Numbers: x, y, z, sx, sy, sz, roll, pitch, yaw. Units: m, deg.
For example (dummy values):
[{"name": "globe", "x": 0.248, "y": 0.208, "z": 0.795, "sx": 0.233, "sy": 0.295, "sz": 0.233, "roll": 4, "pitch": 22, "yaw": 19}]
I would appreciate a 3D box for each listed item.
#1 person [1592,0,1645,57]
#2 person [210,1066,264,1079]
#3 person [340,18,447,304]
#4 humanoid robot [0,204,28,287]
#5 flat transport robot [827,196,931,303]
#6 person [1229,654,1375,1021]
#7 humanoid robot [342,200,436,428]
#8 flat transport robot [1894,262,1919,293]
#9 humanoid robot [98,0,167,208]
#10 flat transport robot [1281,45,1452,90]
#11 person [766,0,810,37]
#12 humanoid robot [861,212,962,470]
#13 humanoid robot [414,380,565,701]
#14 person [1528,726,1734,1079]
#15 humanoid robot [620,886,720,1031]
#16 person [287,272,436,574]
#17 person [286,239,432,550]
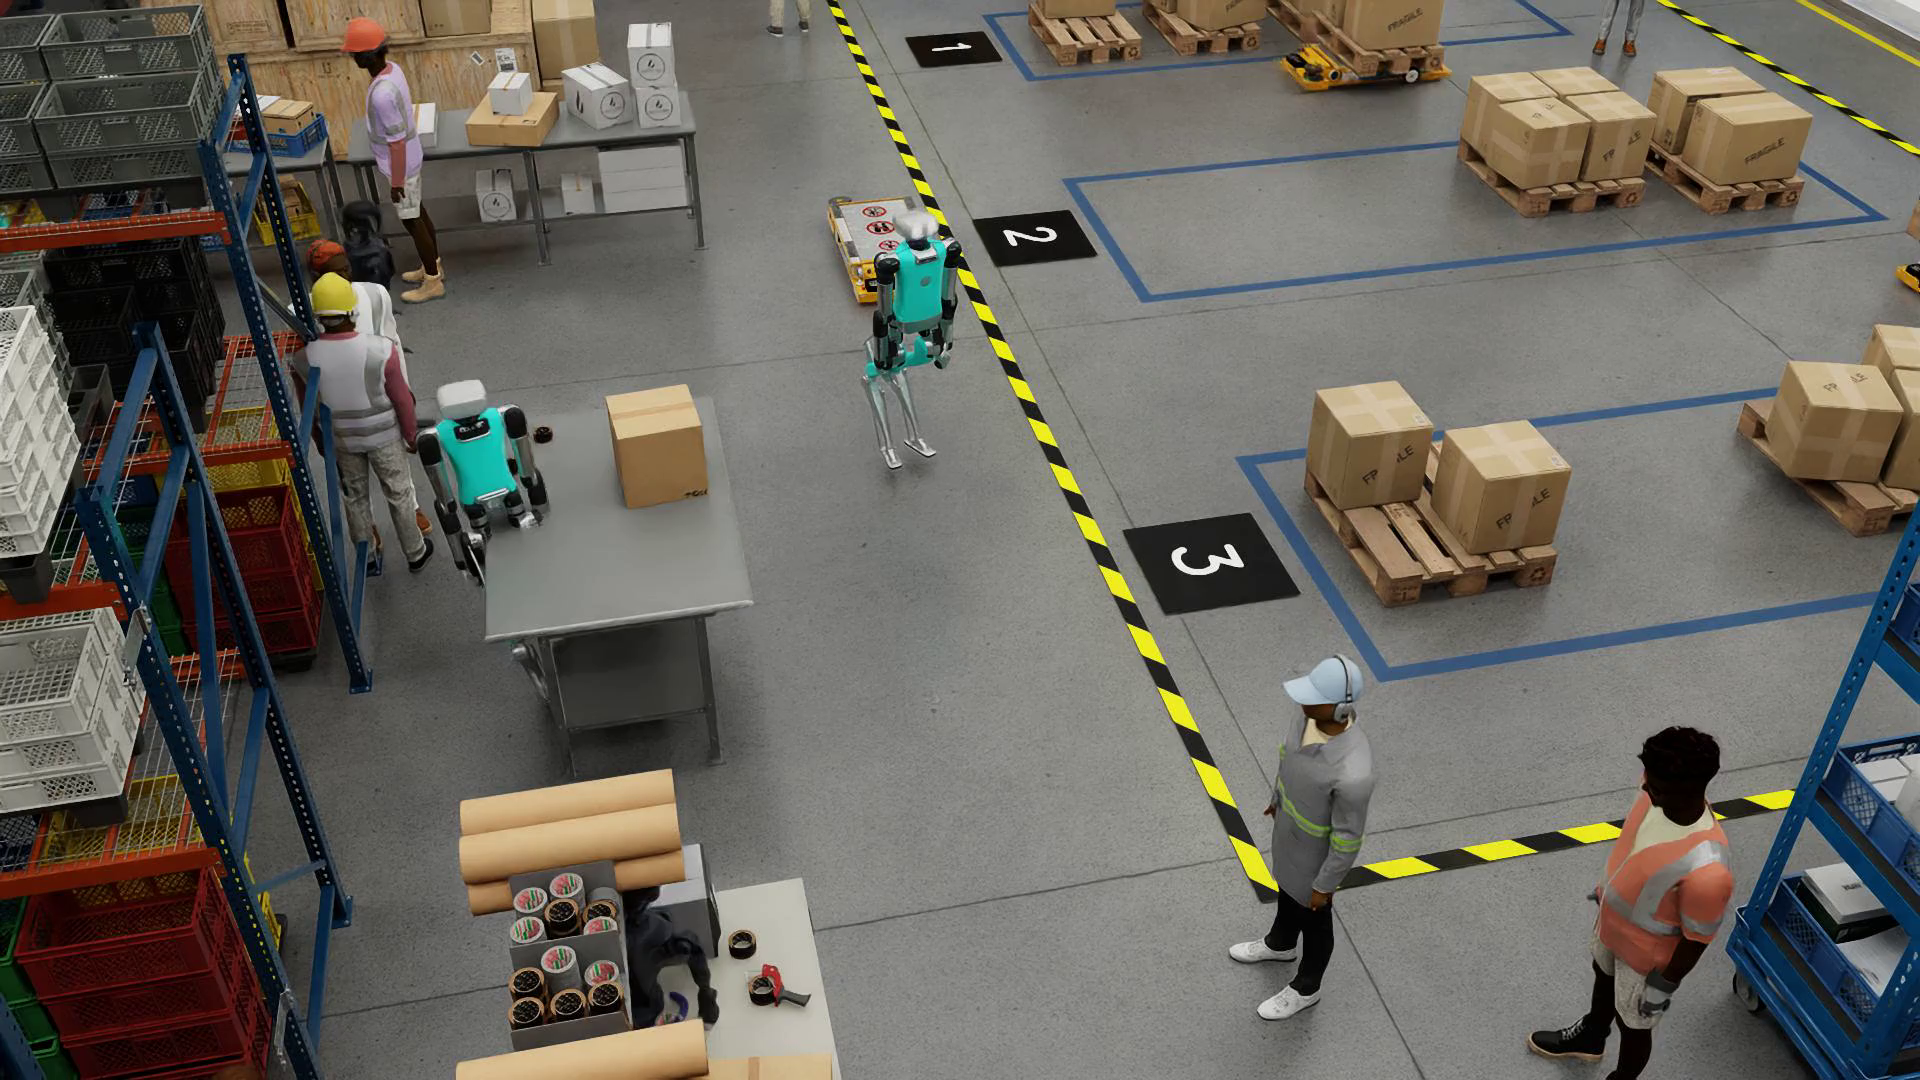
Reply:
[{"name": "person", "x": 6.363, "y": -5.493, "z": 15.584, "sx": 0.585, "sy": 1.885, "sz": 0.362, "roll": 9, "pitch": 38, "yaw": 11}, {"name": "person", "x": -2.049, "y": 2.270, "z": 5.184, "sx": 0.623, "sy": 1.844, "sz": 0.431, "roll": -16, "pitch": 40, "yaw": -21}, {"name": "person", "x": -3.945, "y": -2.629, "z": 11.604, "sx": 0.389, "sy": 2.039, "sz": 0.613, "roll": -7, "pitch": 37, "yaw": -9}, {"name": "humanoid robot", "x": -5.567, "y": -1.470, "z": 10.265, "sx": 0.672, "sy": 1.758, "sz": 0.539, "roll": -20, "pitch": 41, "yaw": -25}, {"name": "flat transport robot", "x": -0.570, "y": -2.220, "z": 12.538, "sx": 0.659, "sy": 0.231, "sz": 1.431, "roll": -8, "pitch": 37, "yaw": -10}, {"name": "person", "x": 1.375, "y": 1.180, "z": 6.642, "sx": 0.374, "sy": 1.852, "sz": 0.588, "roll": -8, "pitch": 37, "yaw": -10}, {"name": "humanoid robot", "x": -3.618, "y": -1.304, "z": 10.130, "sx": 0.560, "sy": 1.643, "sz": 0.602, "roll": -17, "pitch": 40, "yaw": -21}, {"name": "flat transport robot", "x": 7.682, "y": -1.936, "z": 12.132, "sx": 1.431, "sy": 0.197, "sz": 0.652, "roll": -8, "pitch": 37, "yaw": -10}, {"name": "humanoid robot", "x": -6.386, "y": -3.391, "z": 12.947, "sx": 0.488, "sy": 1.637, "sz": 0.606, "roll": 13, "pitch": 39, "yaw": 17}, {"name": "flat transport robot", "x": 3.798, "y": -4.471, "z": 15.540, "sx": 1.431, "sy": 0.197, "sz": 0.652, "roll": -8, "pitch": 37, "yaw": -10}, {"name": "person", "x": -1.713, "y": -5.769, "z": 16.050, "sx": 0.572, "sy": 1.766, "sz": 0.396, "roll": -17, "pitch": 40, "yaw": -21}, {"name": "humanoid robot", "x": -0.361, "y": -1.251, "z": 9.889, "sx": 0.533, "sy": 1.681, "sz": 0.735, "roll": -19, "pitch": 41, "yaw": -23}, {"name": "humanoid robot", "x": -2.193, "y": 0.133, "z": 8.154, "sx": 0.552, "sy": 1.778, "sz": 0.808, "roll": -18, "pitch": 40, "yaw": -23}, {"name": "person", "x": 2.515, "y": 1.445, "z": 6.195, "sx": 0.393, "sy": 1.957, "sz": 0.609, "roll": -1, "pitch": 37, "yaw": -1}, {"name": "humanoid robot", "x": -1.131, "y": 1.727, "z": 6.069, "sx": 0.602, "sy": 1.636, "sz": 0.641, "roll": 9, "pitch": 38, "yaw": 12}, {"name": "person", "x": -3.244, "y": -0.603, "z": 9.063, "sx": 0.594, "sy": 1.824, "sz": 0.403, "roll": -3, "pitch": 37, "yaw": -4}, {"name": "person", "x": -3.343, "y": -0.801, "z": 9.276, "sx": 0.582, "sy": 1.884, "sz": 0.350, "roll": -23, "pitch": 42, "yaw": -28}]
